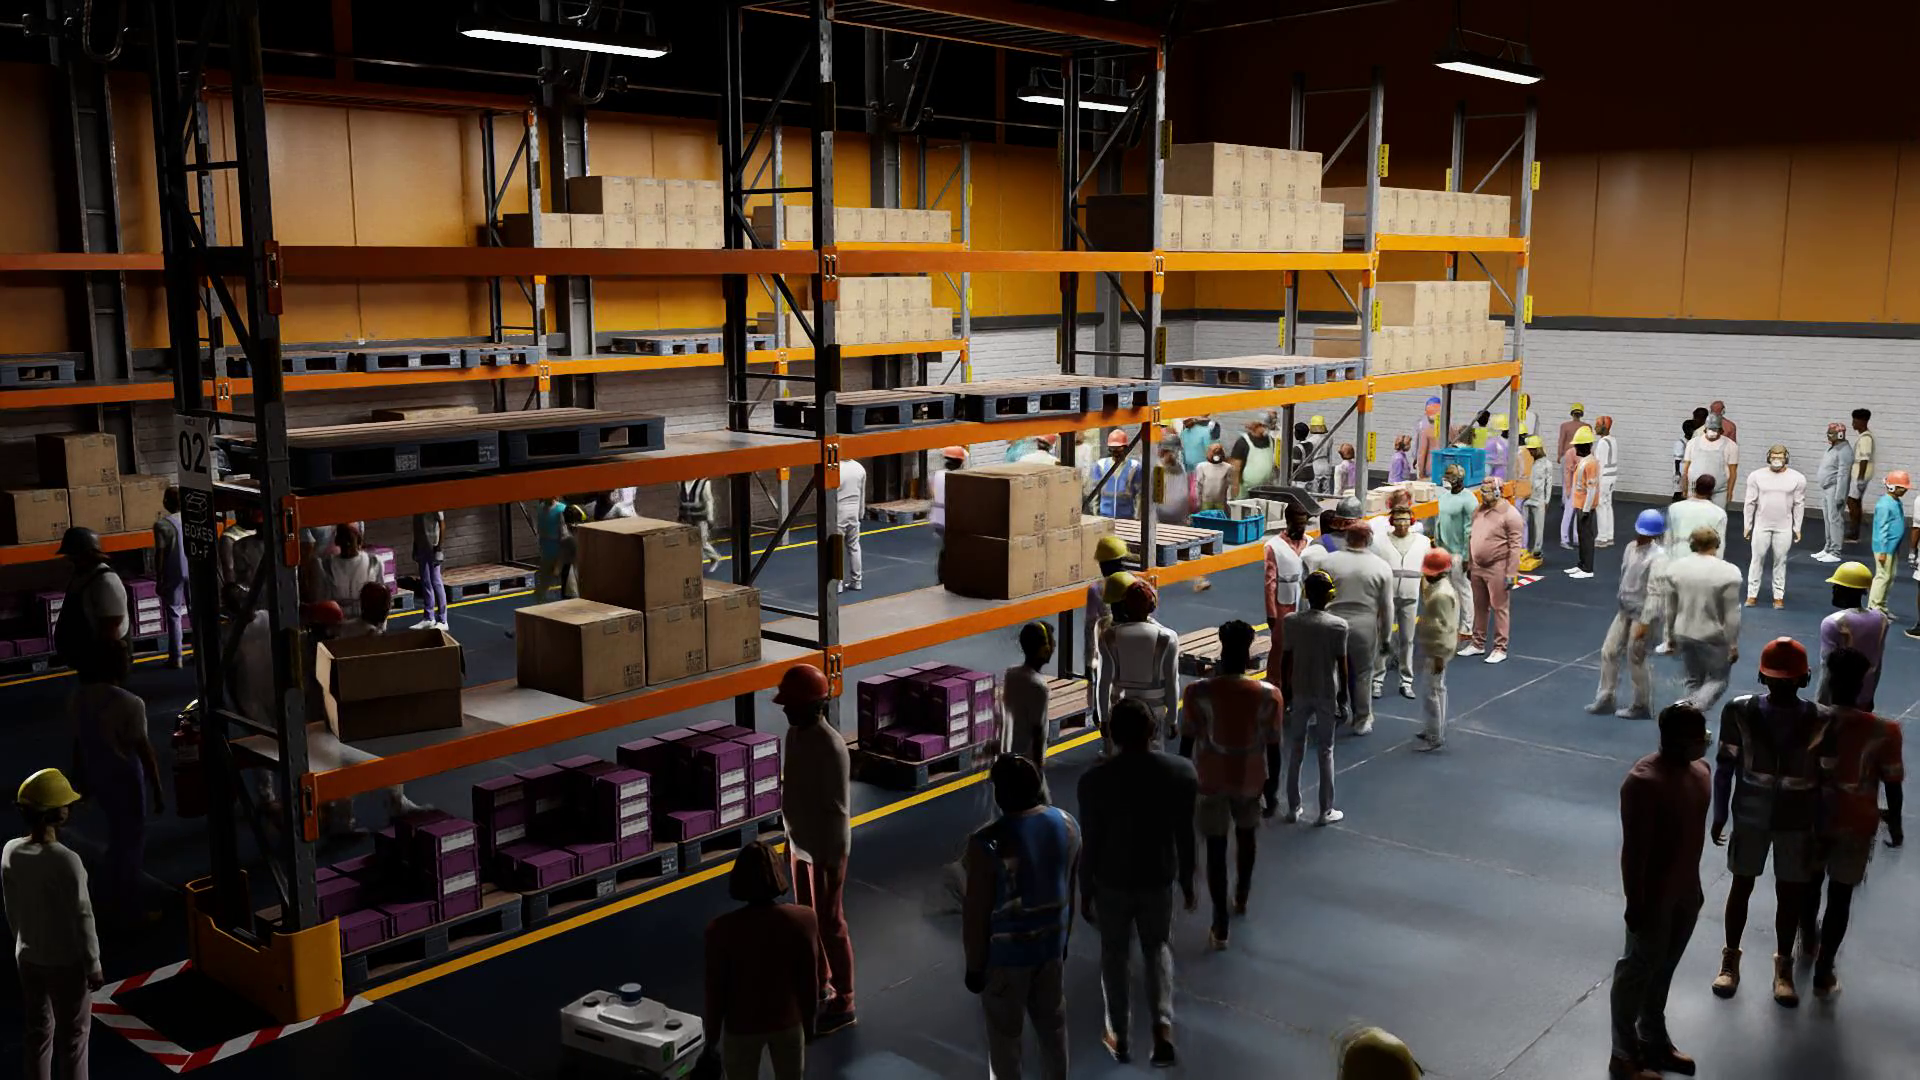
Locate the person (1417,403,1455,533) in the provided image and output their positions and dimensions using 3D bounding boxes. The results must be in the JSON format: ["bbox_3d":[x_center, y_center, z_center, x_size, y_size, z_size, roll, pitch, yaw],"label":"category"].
[{"bbox_3d":[7.092,-1.075,24.935,0.670,1.956,0.774,-2,10,-11],"label":"person"}]

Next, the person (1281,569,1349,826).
[{"bbox_3d":[2.566,1.133,12.032,0.520,1.871,0.326,5,11,26],"label":"person"}]

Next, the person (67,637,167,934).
[{"bbox_3d":[-5.067,1.478,10.065,0.560,1.831,0.425,3,10,15],"label":"person"}]

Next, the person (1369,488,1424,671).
[{"bbox_3d":[4.348,0.392,16.614,0.558,1.817,0.520,5,11,28],"label":"person"}]

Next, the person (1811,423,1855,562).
[{"bbox_3d":[11.858,-0.648,22.591,0.401,1.900,0.642,2,10,12],"label":"person"}]

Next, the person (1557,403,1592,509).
[{"bbox_3d":[10.107,-1.379,27.379,0.541,1.759,0.344,0,10,2],"label":"person"}]

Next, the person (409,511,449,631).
[{"bbox_3d":[-5.852,0.092,18.246,0.531,1.870,0.318,8,12,39],"label":"person"}]

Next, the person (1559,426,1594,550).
[{"bbox_3d":[8.761,-0.735,23.522,0.528,1.761,0.333,-5,11,-26],"label":"person"}]

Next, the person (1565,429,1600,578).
[{"bbox_3d":[8.022,-0.466,21.411,0.381,1.923,0.591,2,10,13],"label":"person"}]

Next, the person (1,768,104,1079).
[{"bbox_3d":[-4.150,1.916,7.661,0.524,1.770,0.315,5,11,25],"label":"person"}]

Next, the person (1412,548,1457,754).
[{"bbox_3d":[3.935,0.901,13.858,0.352,1.727,0.672,2,10,9],"label":"person"}]

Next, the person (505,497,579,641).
[{"bbox_3d":[-4.350,0.222,17.711,0.575,1.784,0.984,9,13,43],"label":"person"}]

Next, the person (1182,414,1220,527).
[{"bbox_3d":[3.689,-1.188,25.419,0.613,2.033,0.411,5,11,29],"label":"person"}]

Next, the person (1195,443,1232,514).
[{"bbox_3d":[3.435,-0.510,22.545,0.500,1.633,0.278,-1,10,-5],"label":"person"}]

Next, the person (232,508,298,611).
[{"bbox_3d":[-6.308,0.584,15.147,0.538,1.931,0.381,-4,10,-22],"label":"person"}]

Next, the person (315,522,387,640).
[{"bbox_3d":[-5.282,0.727,14.475,0.589,1.865,0.730,-3,10,-18],"label":"person"}]

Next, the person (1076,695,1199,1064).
[{"bbox_3d":[0.889,1.725,8.339,0.642,1.916,0.576,-1,10,-8],"label":"person"}]

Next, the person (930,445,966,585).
[{"bbox_3d":[-0.120,-0.203,19.892,0.540,1.914,0.433,8,12,40],"label":"person"}]

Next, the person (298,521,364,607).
[{"bbox_3d":[-6.331,0.279,16.618,0.538,2.000,0.684,7,12,34],"label":"person"}]

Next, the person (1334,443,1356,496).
[{"bbox_3d":[5.207,-0.492,22.421,0.514,1.640,0.310,-8,12,-38],"label":"person"}]

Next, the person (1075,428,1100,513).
[{"bbox_3d":[2.008,-1.310,26.948,0.525,1.760,0.341,0,10,3],"label":"person"}]

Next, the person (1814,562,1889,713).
[{"bbox_3d":[6.376,1.108,11.995,0.594,1.929,0.357,-4,10,-23],"label":"person"}]

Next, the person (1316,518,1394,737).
[{"bbox_3d":[3.335,0.754,14.215,0.703,1.907,0.420,3,10,17],"label":"person"}]

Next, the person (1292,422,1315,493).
[{"bbox_3d":[5.084,-0.903,24.724,0.320,1.694,0.534,8,13,41],"label":"person"}]

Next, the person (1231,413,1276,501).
[{"bbox_3d":[4.135,-0.830,23.239,0.739,2.000,1.049,-3,10,-18],"label":"person"}]

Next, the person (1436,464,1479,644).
[{"bbox_3d":[5.305,0.139,17.805,0.381,1.929,0.626,-3,10,-16],"label":"person"}]

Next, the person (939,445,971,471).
[{"bbox_3d":[-0.019,-0.767,23.809,0.500,1.711,0.729,7,12,34],"label":"person"}]

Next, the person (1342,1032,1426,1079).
[{"bbox_3d":[1.306,2.329,5.081,0.620,1.801,0.456,-4,10,-22],"label":"person"}]

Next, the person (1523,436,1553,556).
[{"bbox_3d":[7.691,-0.537,22.376,0.492,1.742,0.323,5,11,29],"label":"person"}]

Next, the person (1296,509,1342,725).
[{"bbox_3d":[3.236,0.683,14.618,0.598,1.908,0.401,-3,10,-15],"label":"person"}]

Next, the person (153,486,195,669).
[{"bbox_3d":[-7.807,0.375,16.672,0.355,1.836,0.513,8,12,38],"label":"person"}]

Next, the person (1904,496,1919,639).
[{"bbox_3d":[10.533,0.105,17.925,0.610,1.958,0.366,0,10,0],"label":"person"}]

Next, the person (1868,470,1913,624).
[{"bbox_3d":[10.489,0.073,18.756,0.354,1.737,0.574,9,13,42],"label":"person"}]

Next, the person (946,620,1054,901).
[{"bbox_3d":[0.335,1.418,10.437,0.802,1.840,0.537,-5,11,-28],"label":"person"}]

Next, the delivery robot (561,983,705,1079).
[{"bbox_3d":[-1.595,2.402,8.094,0.707,0.478,0.477,5,11,29],"label":"delivery robot"}]

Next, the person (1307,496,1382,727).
[{"bbox_3d":[3.390,0.612,14.632,0.690,2.000,0.538,5,11,29],"label":"person"}]

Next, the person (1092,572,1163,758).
[{"bbox_3d":[1.169,1.161,11.754,0.590,1.912,0.397,8,12,40],"label":"person"}]

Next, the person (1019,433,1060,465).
[{"bbox_3d":[1.021,-0.434,21.191,0.640,1.958,0.813,1,10,6],"label":"person"}]
